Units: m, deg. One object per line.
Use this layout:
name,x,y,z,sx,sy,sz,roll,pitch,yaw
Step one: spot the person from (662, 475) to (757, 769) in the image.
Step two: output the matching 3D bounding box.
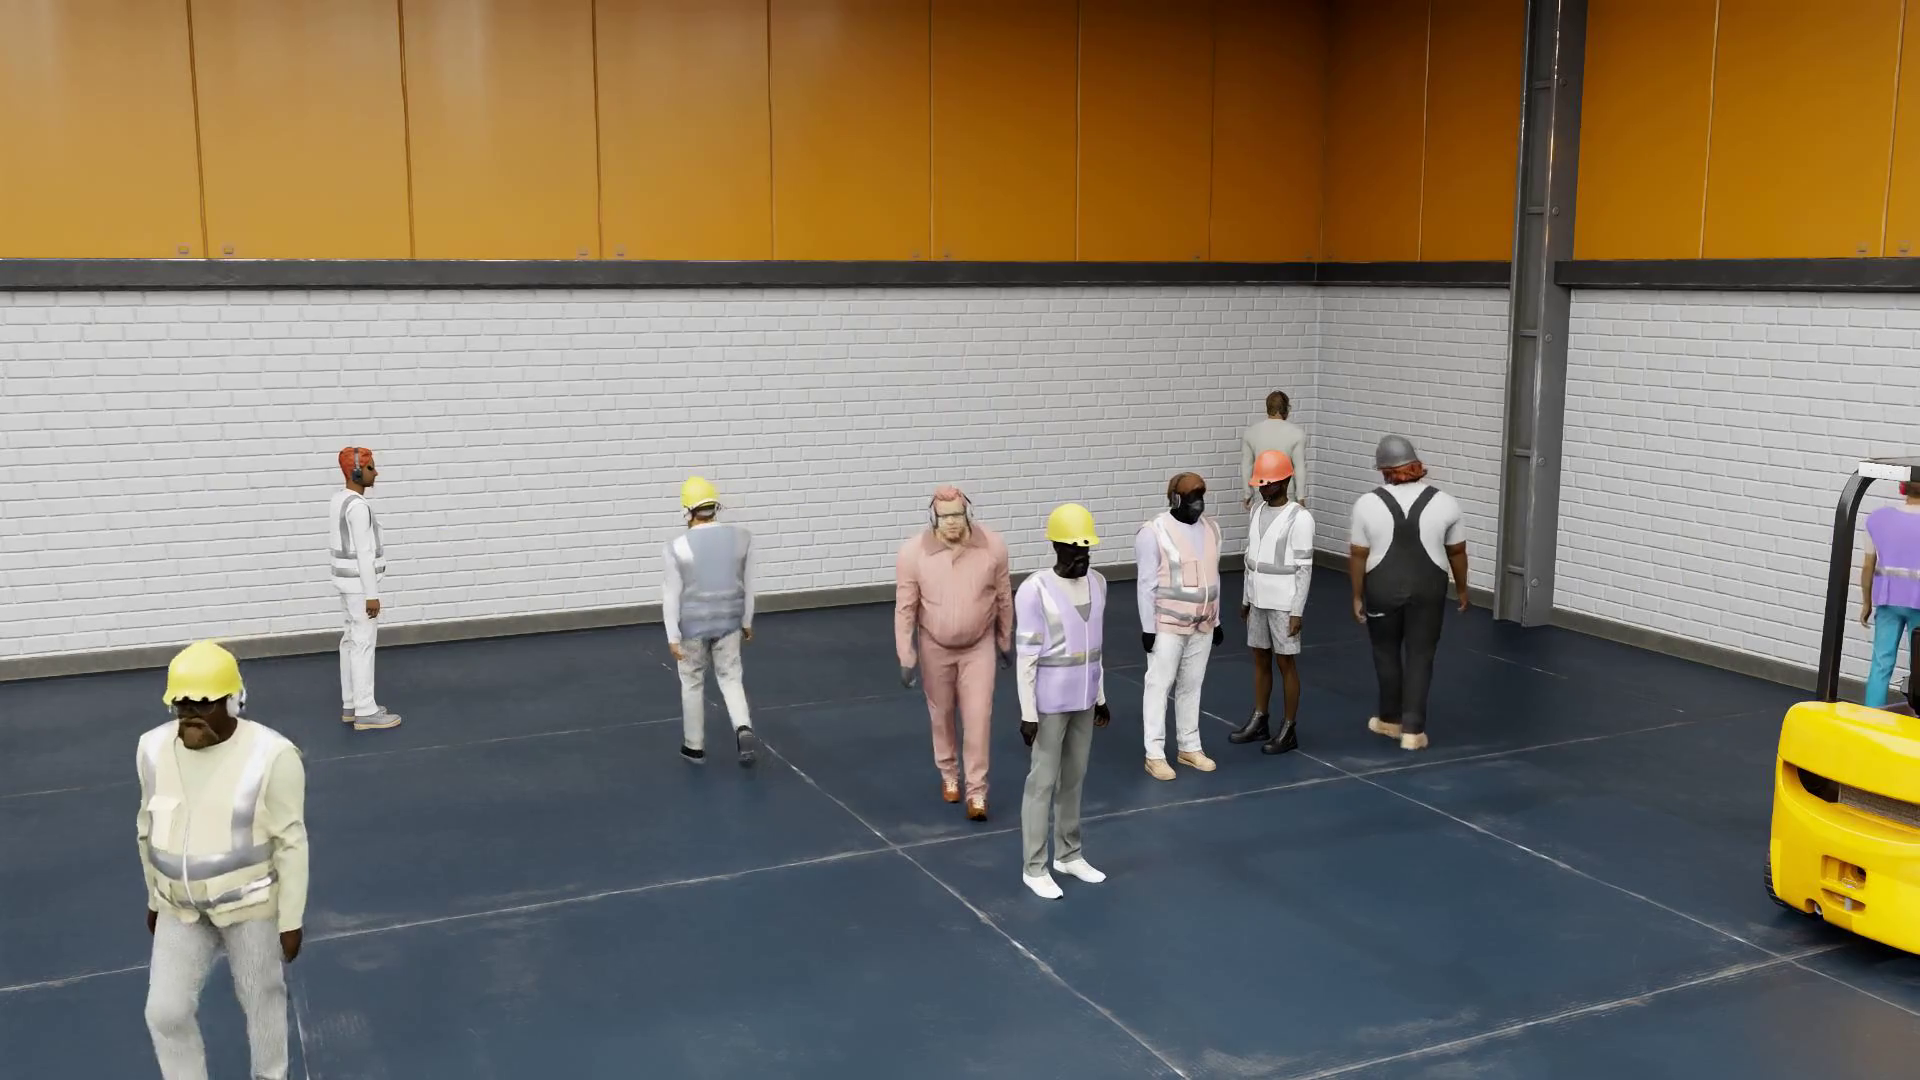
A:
person,-1.507,0.512,10.109,0.600,1.808,0.697,-5,10,-26

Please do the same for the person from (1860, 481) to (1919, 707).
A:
person,5.991,0.430,10.513,0.568,1.845,0.378,9,13,43

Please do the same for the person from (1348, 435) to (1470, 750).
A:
person,2.877,0.310,10.647,0.791,2.000,0.603,2,9,11

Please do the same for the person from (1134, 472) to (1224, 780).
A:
person,1.345,0.508,10.032,0.620,1.846,0.429,-6,11,-32

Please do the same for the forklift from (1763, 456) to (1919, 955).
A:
forklift,4.857,0.731,7.561,2.313,2.155,1.214,-4,10,-25

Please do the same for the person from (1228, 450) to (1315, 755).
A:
person,1.968,0.386,10.517,0.372,1.930,0.543,-6,11,-32

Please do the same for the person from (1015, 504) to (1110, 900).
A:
person,0.524,0.773,8.125,0.594,1.924,0.379,-9,13,-43

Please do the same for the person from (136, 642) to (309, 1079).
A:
person,-2.517,1.239,5.584,0.630,1.805,0.663,1,9,5

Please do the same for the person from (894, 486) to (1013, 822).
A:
person,-0.026,0.628,9.229,0.669,1.856,0.938,0,9,-2

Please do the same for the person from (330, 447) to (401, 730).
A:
person,-3.999,0.316,11.094,0.340,1.882,0.586,-6,11,-34

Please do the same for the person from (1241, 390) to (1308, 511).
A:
person,2.928,-0.422,15.517,0.628,1.937,0.378,5,11,30
